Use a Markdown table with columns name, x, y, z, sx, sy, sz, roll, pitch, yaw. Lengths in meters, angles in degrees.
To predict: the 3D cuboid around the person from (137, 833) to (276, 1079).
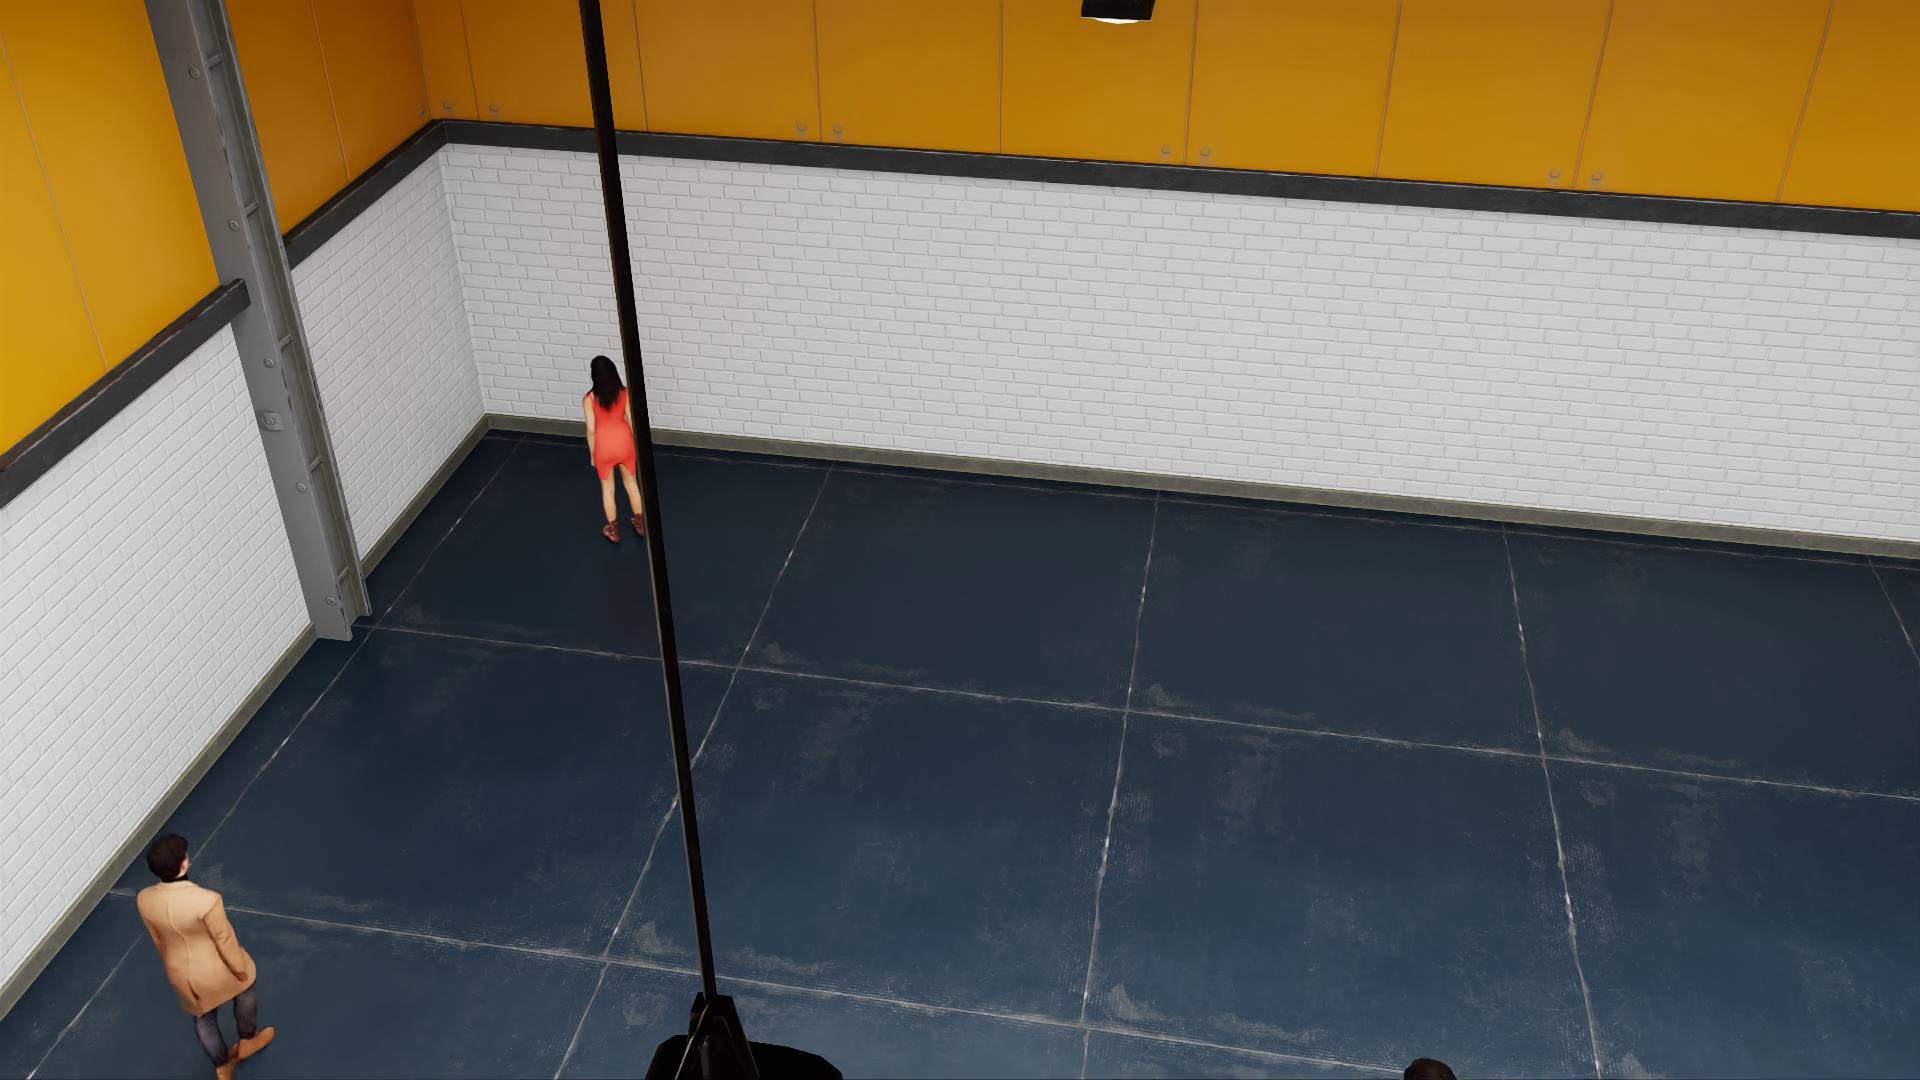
| name | x | y | z | sx | sy | sz | roll | pitch | yaw |
| --- | --- | --- | --- | --- | --- | --- | --- | --- | --- |
| person | -4.223 | 2.384 | 9.173 | 0.717 | 1.713 | 0.731 | 0 | 34 | 1 |

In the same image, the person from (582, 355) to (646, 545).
| name | x | y | z | sx | sy | sz | roll | pitch | yaw |
| --- | --- | --- | --- | --- | --- | --- | --- | --- | --- |
| person | -2.889 | -0.757 | 13.895 | 0.648 | 1.717 | 0.684 | -16 | 37 | -23 |
